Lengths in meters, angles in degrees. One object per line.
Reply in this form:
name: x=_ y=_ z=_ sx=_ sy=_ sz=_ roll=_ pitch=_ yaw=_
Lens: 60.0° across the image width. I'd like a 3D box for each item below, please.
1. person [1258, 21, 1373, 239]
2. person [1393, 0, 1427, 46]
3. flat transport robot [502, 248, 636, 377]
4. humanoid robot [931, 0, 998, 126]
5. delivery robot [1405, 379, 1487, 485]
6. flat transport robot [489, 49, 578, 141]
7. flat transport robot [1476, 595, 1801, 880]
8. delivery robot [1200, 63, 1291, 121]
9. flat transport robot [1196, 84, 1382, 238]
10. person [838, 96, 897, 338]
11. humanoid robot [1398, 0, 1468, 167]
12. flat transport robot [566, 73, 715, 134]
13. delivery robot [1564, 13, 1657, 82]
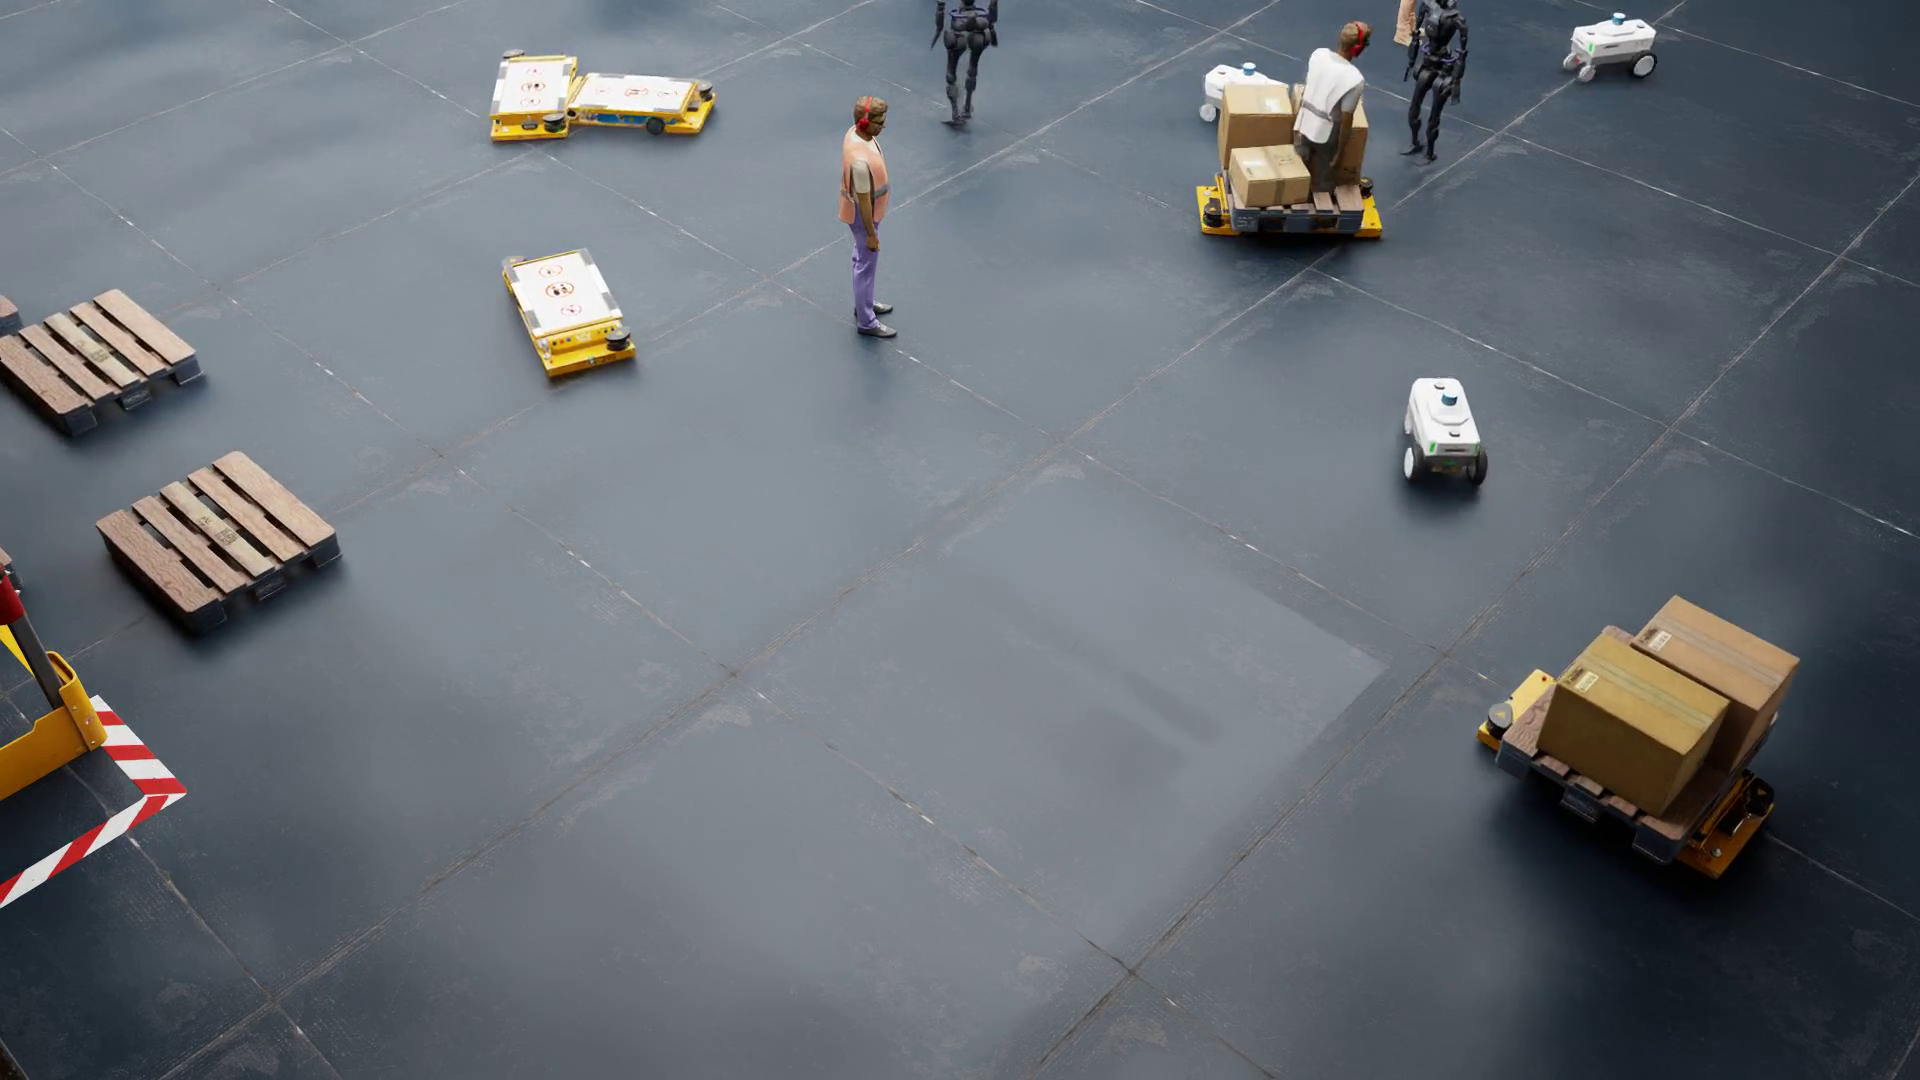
person: x=2.748 y=-3.110 z=12.836 sx=0.618 sy=1.812 sz=0.596 roll=-22 pitch=47 yaw=-23
person: x=4.353 y=-5.506 z=15.542 sx=0.304 sy=1.744 sz=0.489 roll=18 pitch=45 yaw=19
flat transport robot: x=-2.953 y=-1.746 z=12.467 sx=0.659 sy=0.231 sz=1.431 roll=-17 pitch=45 yaw=-18
humanoid robot: x=0.064 y=-4.410 z=14.383 sx=0.597 sy=1.635 sz=0.421 roll=-14 pitch=44 yaw=-15
delivery robot: x=3.232 y=-0.757 z=11.135 sx=0.499 sy=0.570 sz=0.750 roll=1 pitch=42 yaw=1
flat transport robot: x=-3.835 y=-4.024 z=14.999 sx=0.659 sy=0.231 sz=1.431 roll=-4 pitch=42 yaw=-4
flat transport robot: x=3.654 y=1.234 z=9.154 sx=1.431 sy=0.231 sz=0.659 roll=33 pitch=51 yaw=31
delivery robot: x=2.519 y=-3.910 z=14.640 sx=0.750 sy=0.570 sz=0.499 roll=26 pitch=48 yaw=26
flat transport robot: x=2.673 y=-2.723 z=13.553 sx=1.431 sy=0.231 sz=0.659 roll=1 pitch=42 yaw=1
person: x=-0.678 y=-2.321 z=11.933 sx=0.388 sy=1.837 sz=0.562 roll=-3 pitch=42 yaw=-4
humanoid robot: x=3.963 y=-3.900 z=13.817 sx=0.335 sy=1.645 sz=0.609 roll=-26 pitch=48 yaw=-26
flat transport robot: x=-2.963 y=-3.900 z=14.861 sx=1.431 sy=0.231 sz=0.659 roll=4 pitch=42 yaw=5
delivery robot: x=6.044 y=-4.582 z=15.398 sx=0.773 sy=0.586 sz=0.499 roll=-10 pitch=43 yaw=-11
